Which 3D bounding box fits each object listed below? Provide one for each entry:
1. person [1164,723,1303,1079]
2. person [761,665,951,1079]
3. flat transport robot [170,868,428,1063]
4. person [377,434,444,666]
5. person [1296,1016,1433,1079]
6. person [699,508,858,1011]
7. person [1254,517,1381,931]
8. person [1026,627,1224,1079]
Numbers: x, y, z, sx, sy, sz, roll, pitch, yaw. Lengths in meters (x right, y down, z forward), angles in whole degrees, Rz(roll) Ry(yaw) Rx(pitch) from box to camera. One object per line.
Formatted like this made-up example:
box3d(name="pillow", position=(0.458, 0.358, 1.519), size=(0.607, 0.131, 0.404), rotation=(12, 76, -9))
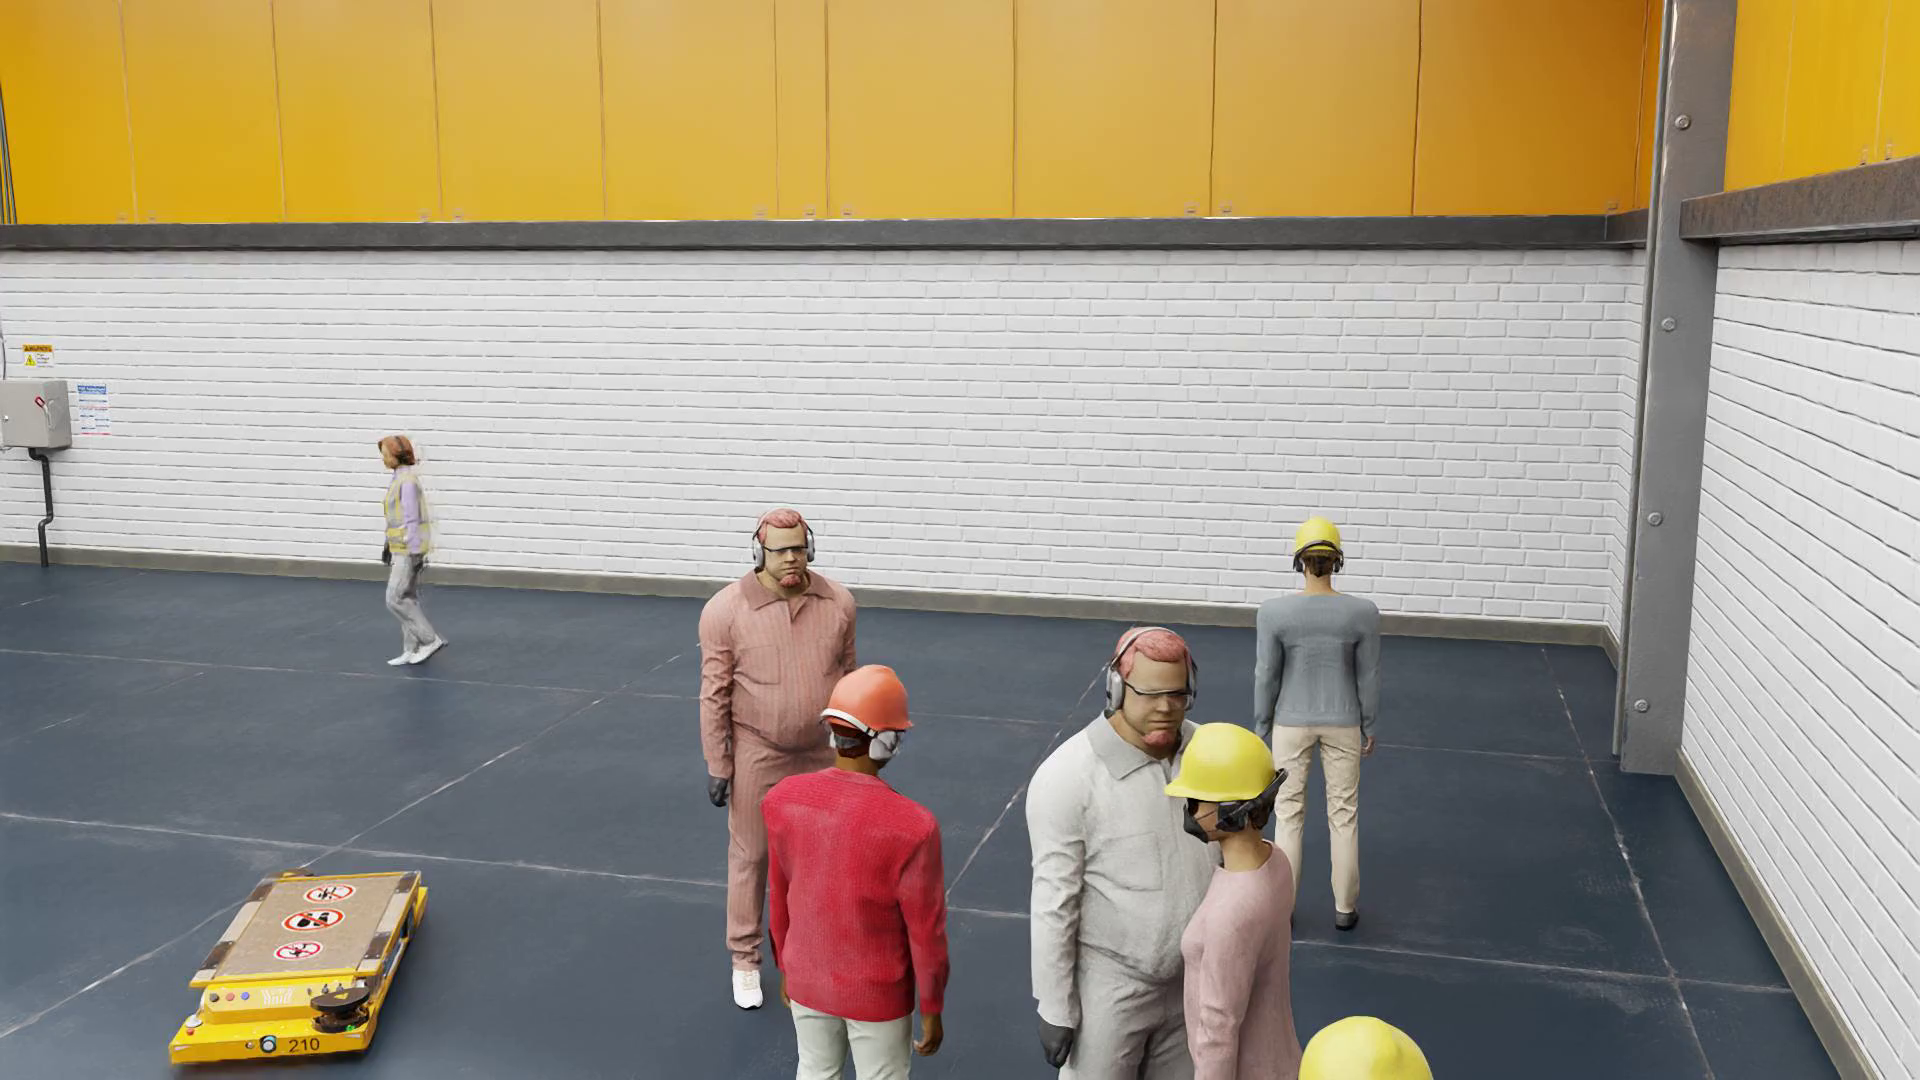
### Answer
box3d(name="person", position=(0.641, 1.295, 3.976), size=(0.340, 1.760, 0.525), rotation=(4, 10, 21))
box3d(name="person", position=(-0.272, 1.199, 4.602), size=(0.571, 1.739, 0.354), rotation=(6, 11, 30))
box3d(name="flat transport robot", position=(-2.533, 1.608, 6.509), size=(0.652, 0.197, 1.431), rotation=(-2, 10, -9))
box3d(name="person", position=(-3.823, 0.083, 11.448), size=(0.368, 1.627, 0.528), rotation=(-4, 10, -22))
box3d(name="person", position=(0.586, 1.543, 2.527), size=(0.518, 1.756, 0.345), rotation=(0, 10, -3))
box3d(name="person", position=(-0.659, 0.819, 6.343), size=(0.651, 1.906, 0.403), rotation=(-5, 11, -27))
box3d(name="person", position=(1.496, 0.779, 7.016), size=(0.524, 1.761, 0.327), rotation=(1, 10, 5))
box3d(name="person", position=(0.483, 1.158, 4.358), size=(0.652, 1.904, 0.403), rotation=(-6, 12, -34))
